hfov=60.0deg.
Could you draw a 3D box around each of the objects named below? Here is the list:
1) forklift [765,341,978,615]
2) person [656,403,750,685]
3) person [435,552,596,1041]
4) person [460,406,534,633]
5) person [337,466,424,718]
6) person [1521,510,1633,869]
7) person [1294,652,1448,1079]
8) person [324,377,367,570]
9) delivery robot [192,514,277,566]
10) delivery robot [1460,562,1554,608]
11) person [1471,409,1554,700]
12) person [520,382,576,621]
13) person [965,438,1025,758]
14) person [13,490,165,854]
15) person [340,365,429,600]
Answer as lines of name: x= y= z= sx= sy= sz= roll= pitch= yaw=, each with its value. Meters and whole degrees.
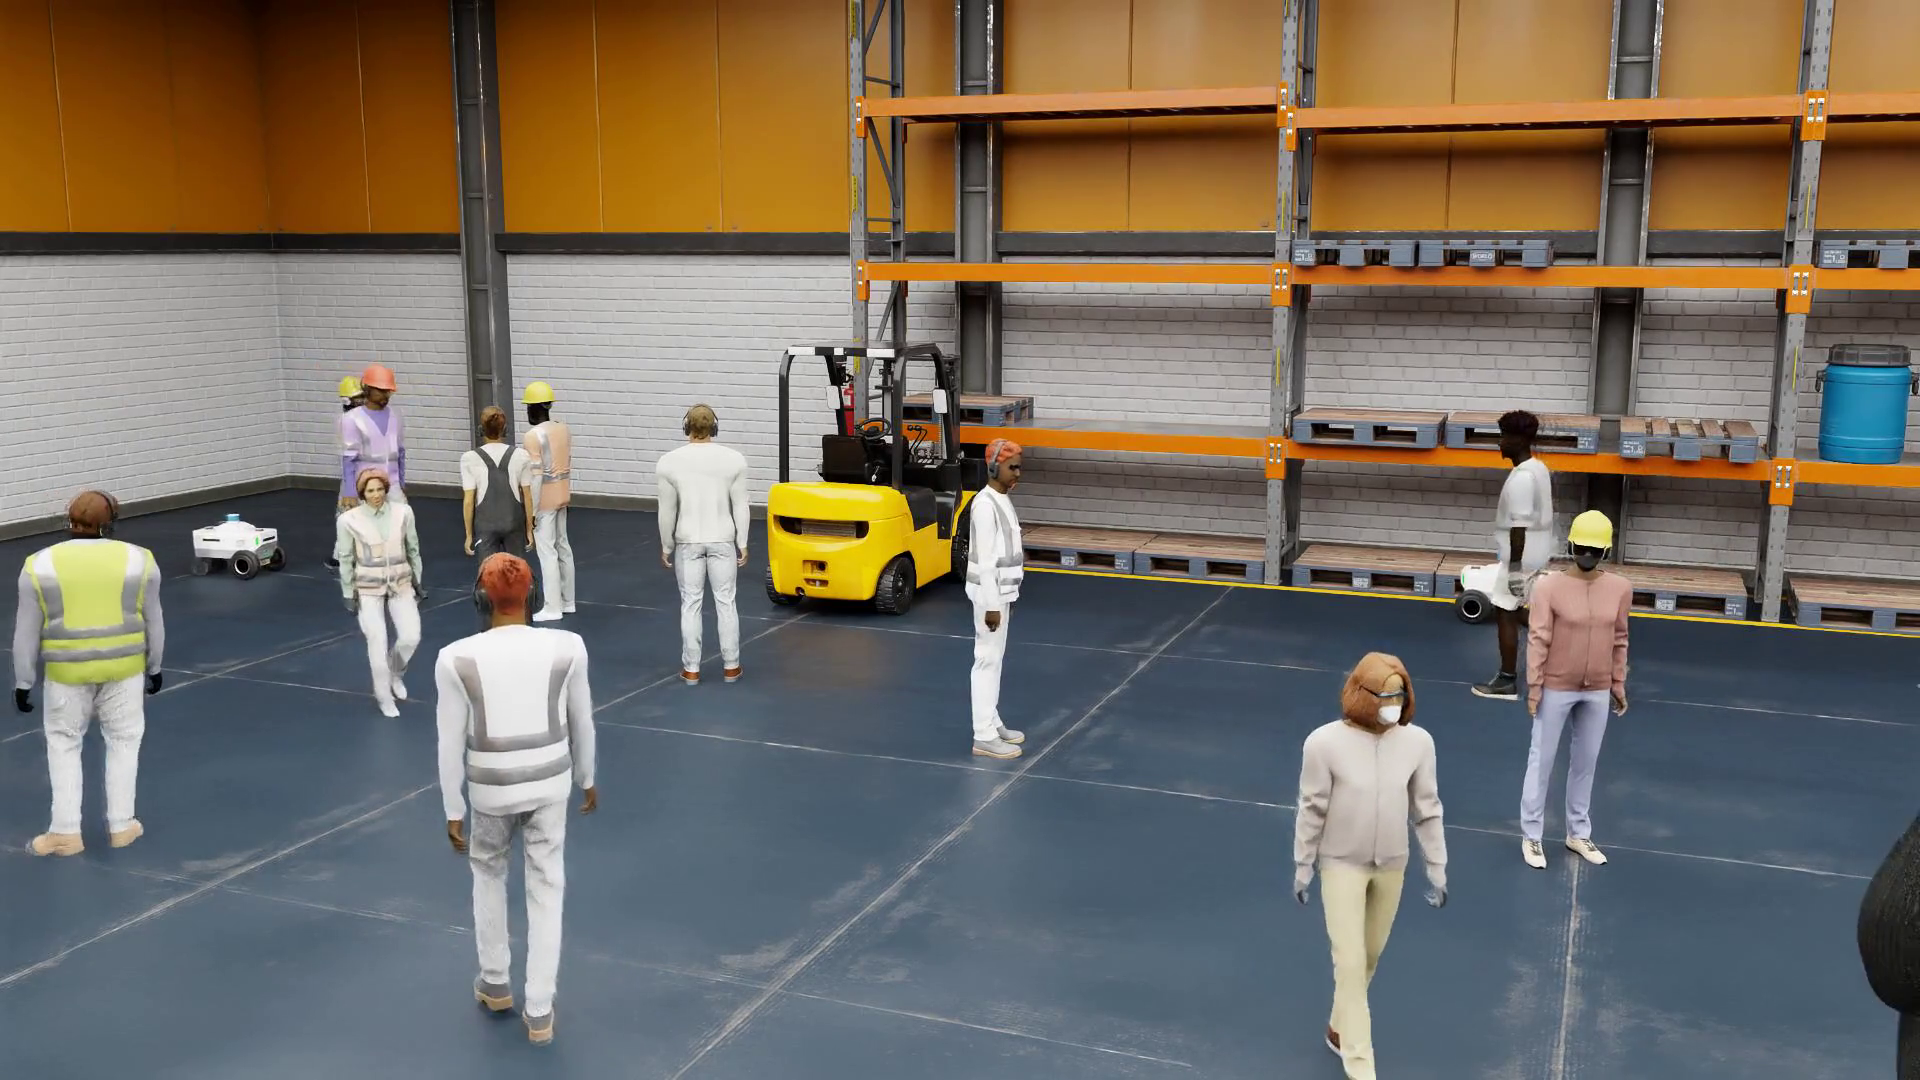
forklift: x=-0.739 y=-0.602 z=14.246 sx=1.214 sy=2.155 sz=2.313 roll=4 pitch=11 yaw=21
person: x=-1.755 y=0.032 z=11.426 sx=0.627 sy=1.941 sz=0.371 roll=-2 pitch=10 yaw=-11
person: x=-1.712 y=0.956 z=6.469 sx=0.599 sy=1.858 sz=0.711 roll=-3 pitch=11 yaw=-19
person: x=-3.383 y=-0.060 z=12.196 sx=0.506 sy=1.846 sz=0.350 roll=-4 pitch=11 yaw=-23
person: x=-3.694 y=0.328 z=10.636 sx=0.528 sy=1.623 sz=0.385 roll=-8 pitch=13 yaw=-38
person: x=2.998 y=0.722 z=8.073 sx=0.526 sy=1.765 sz=0.329 roll=-1 pitch=10 yaw=-8
person: x=1.476 y=1.190 z=5.881 sx=0.524 sy=1.597 sz=0.700 roll=-3 pitch=10 yaw=-14
person: x=-5.577 y=-0.599 z=15.335 sx=0.821 sy=1.801 sz=0.608 roll=5 pitch=11 yaw=25
delivery robot: x=-6.611 y=0.006 z=15.165 sx=0.707 sy=0.478 sz=0.477 roll=2 pitch=10 yaw=12
delivery robot: x=4.378 y=0.346 z=13.270 sx=0.707 sy=0.478 sz=0.477 roll=5 pitch=11 yaw=26
person: x=3.773 y=0.113 z=10.948 sx=0.605 sy=1.946 sz=0.620 roll=7 pitch=12 yaw=32
person: x=-3.328 y=-0.307 z=13.345 sx=0.379 sy=1.924 sz=0.594 roll=3 pitch=11 yaw=16
person: x=0.216 y=0.336 z=9.880 sx=0.354 sy=1.886 sz=0.572 roll=2 pitch=10 yaw=9
person: x=-4.344 y=0.665 z=8.282 sx=0.734 sy=1.815 sz=0.429 roll=-6 pitch=12 yaw=-29
person: x=-4.821 y=-0.453 z=13.940 sx=0.915 sy=2.000 sz=0.649 roll=8 pitch=13 yaw=37
